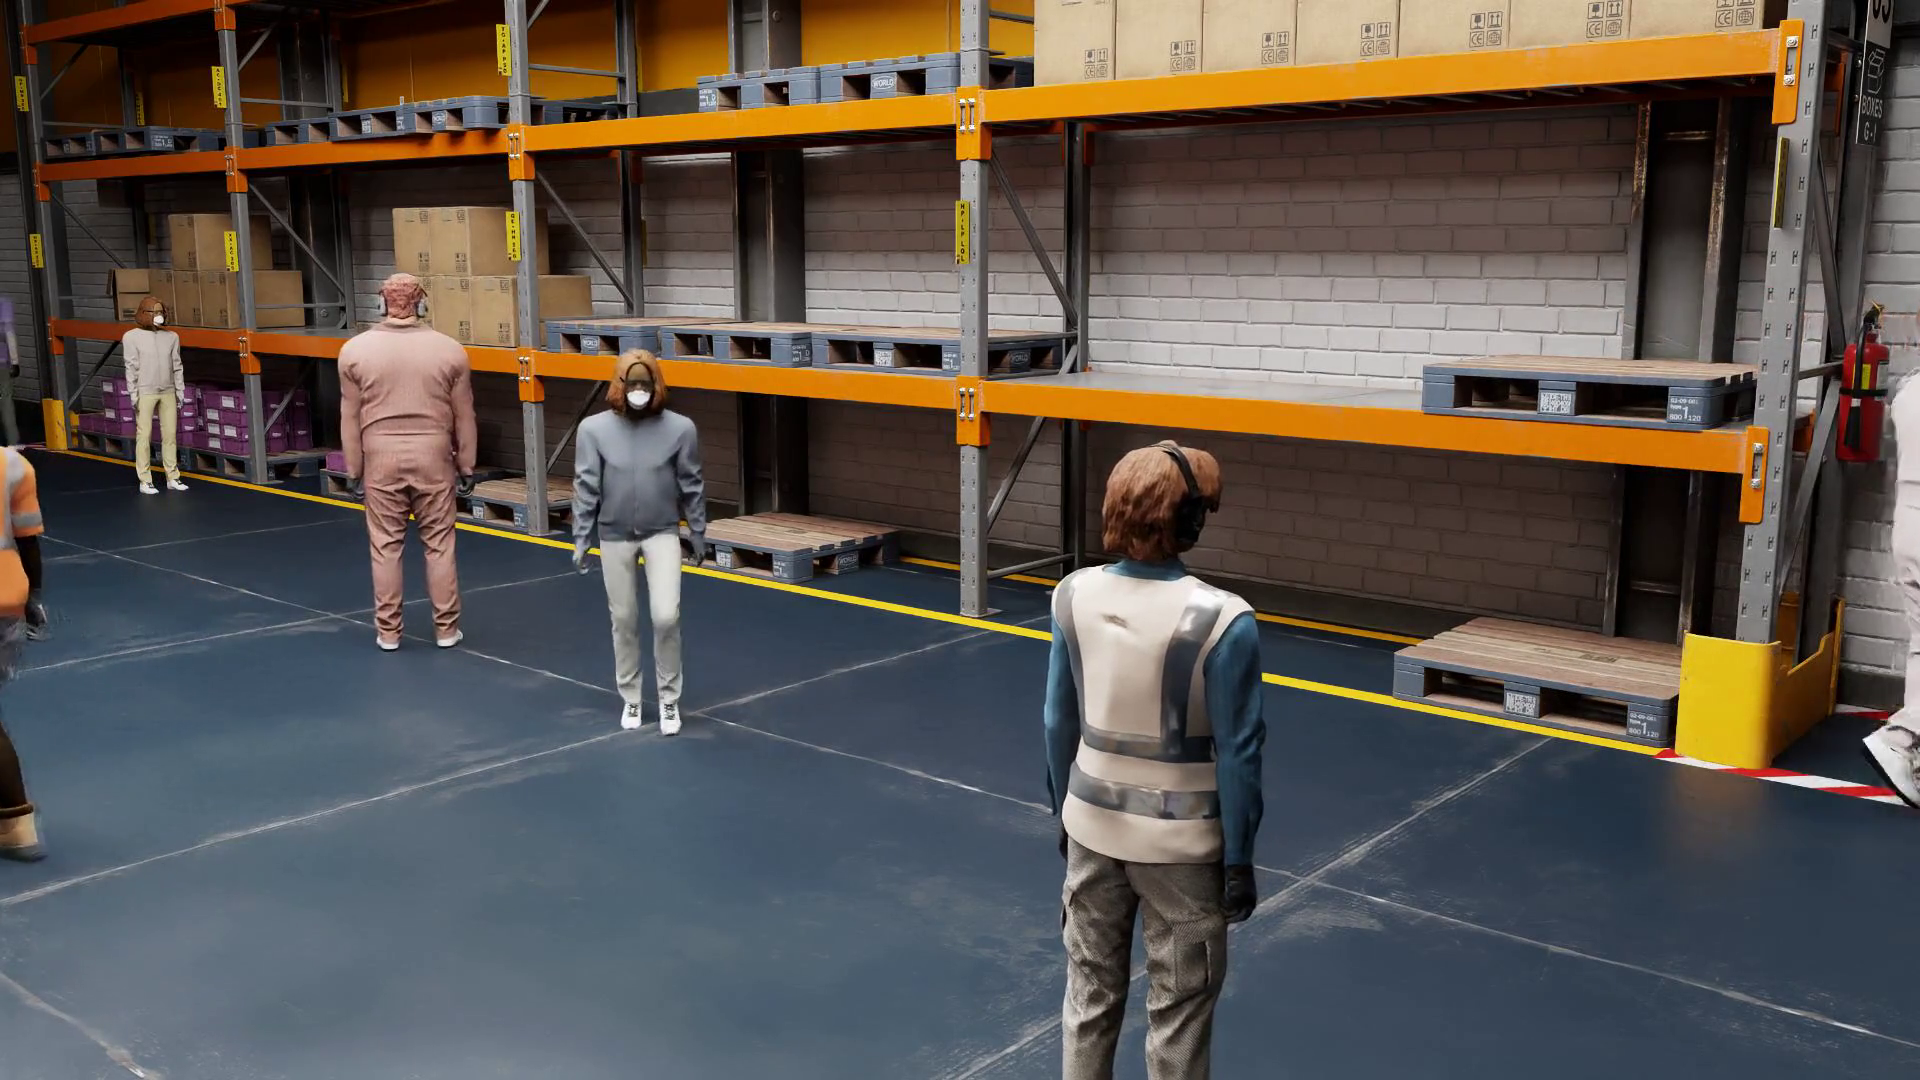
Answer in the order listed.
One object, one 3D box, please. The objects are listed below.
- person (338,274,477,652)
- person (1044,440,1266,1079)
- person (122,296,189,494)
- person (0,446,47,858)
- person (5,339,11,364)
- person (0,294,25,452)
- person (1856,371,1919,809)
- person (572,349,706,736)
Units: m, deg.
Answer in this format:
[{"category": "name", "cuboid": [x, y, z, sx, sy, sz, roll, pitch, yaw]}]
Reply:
[{"category": "person", "cuboid": [-2.753, -0.376, 8.347, 0.645, 1.897, 0.406, -3, 10, -18]}, {"category": "person", "cuboid": [0.385, 0.619, 3.396, 0.515, 1.641, 0.315, 9, 14, 43]}, {"category": "person", "cuboid": [-6.661, -1.197, 13.783, 0.276, 1.629, 0.497, 7, 12, 34]}, {"category": "person", "cuboid": [-3.407, 0.217, 5.619, 0.876, 1.641, 0.546, 5, 11, 28]}, {"category": "person", "cuboid": [-10.509, -2.030, 17.896, 0.527, 1.849, 0.705, -5, 11, -25]}, {"category": "person", "cuboid": [-9.597, -1.804, 16.422, 0.606, 1.914, 0.418, -2, 10, -12]}, {"category": "person", "cuboid": [3.522, 0.057, 5.933, 0.502, 1.880, 0.650, 0, 10, -3]}, {"category": "person", "cuboid": [-1.326, 0.021, 6.886, 0.531, 1.614, 0.539, -1, 10, -7]}]
